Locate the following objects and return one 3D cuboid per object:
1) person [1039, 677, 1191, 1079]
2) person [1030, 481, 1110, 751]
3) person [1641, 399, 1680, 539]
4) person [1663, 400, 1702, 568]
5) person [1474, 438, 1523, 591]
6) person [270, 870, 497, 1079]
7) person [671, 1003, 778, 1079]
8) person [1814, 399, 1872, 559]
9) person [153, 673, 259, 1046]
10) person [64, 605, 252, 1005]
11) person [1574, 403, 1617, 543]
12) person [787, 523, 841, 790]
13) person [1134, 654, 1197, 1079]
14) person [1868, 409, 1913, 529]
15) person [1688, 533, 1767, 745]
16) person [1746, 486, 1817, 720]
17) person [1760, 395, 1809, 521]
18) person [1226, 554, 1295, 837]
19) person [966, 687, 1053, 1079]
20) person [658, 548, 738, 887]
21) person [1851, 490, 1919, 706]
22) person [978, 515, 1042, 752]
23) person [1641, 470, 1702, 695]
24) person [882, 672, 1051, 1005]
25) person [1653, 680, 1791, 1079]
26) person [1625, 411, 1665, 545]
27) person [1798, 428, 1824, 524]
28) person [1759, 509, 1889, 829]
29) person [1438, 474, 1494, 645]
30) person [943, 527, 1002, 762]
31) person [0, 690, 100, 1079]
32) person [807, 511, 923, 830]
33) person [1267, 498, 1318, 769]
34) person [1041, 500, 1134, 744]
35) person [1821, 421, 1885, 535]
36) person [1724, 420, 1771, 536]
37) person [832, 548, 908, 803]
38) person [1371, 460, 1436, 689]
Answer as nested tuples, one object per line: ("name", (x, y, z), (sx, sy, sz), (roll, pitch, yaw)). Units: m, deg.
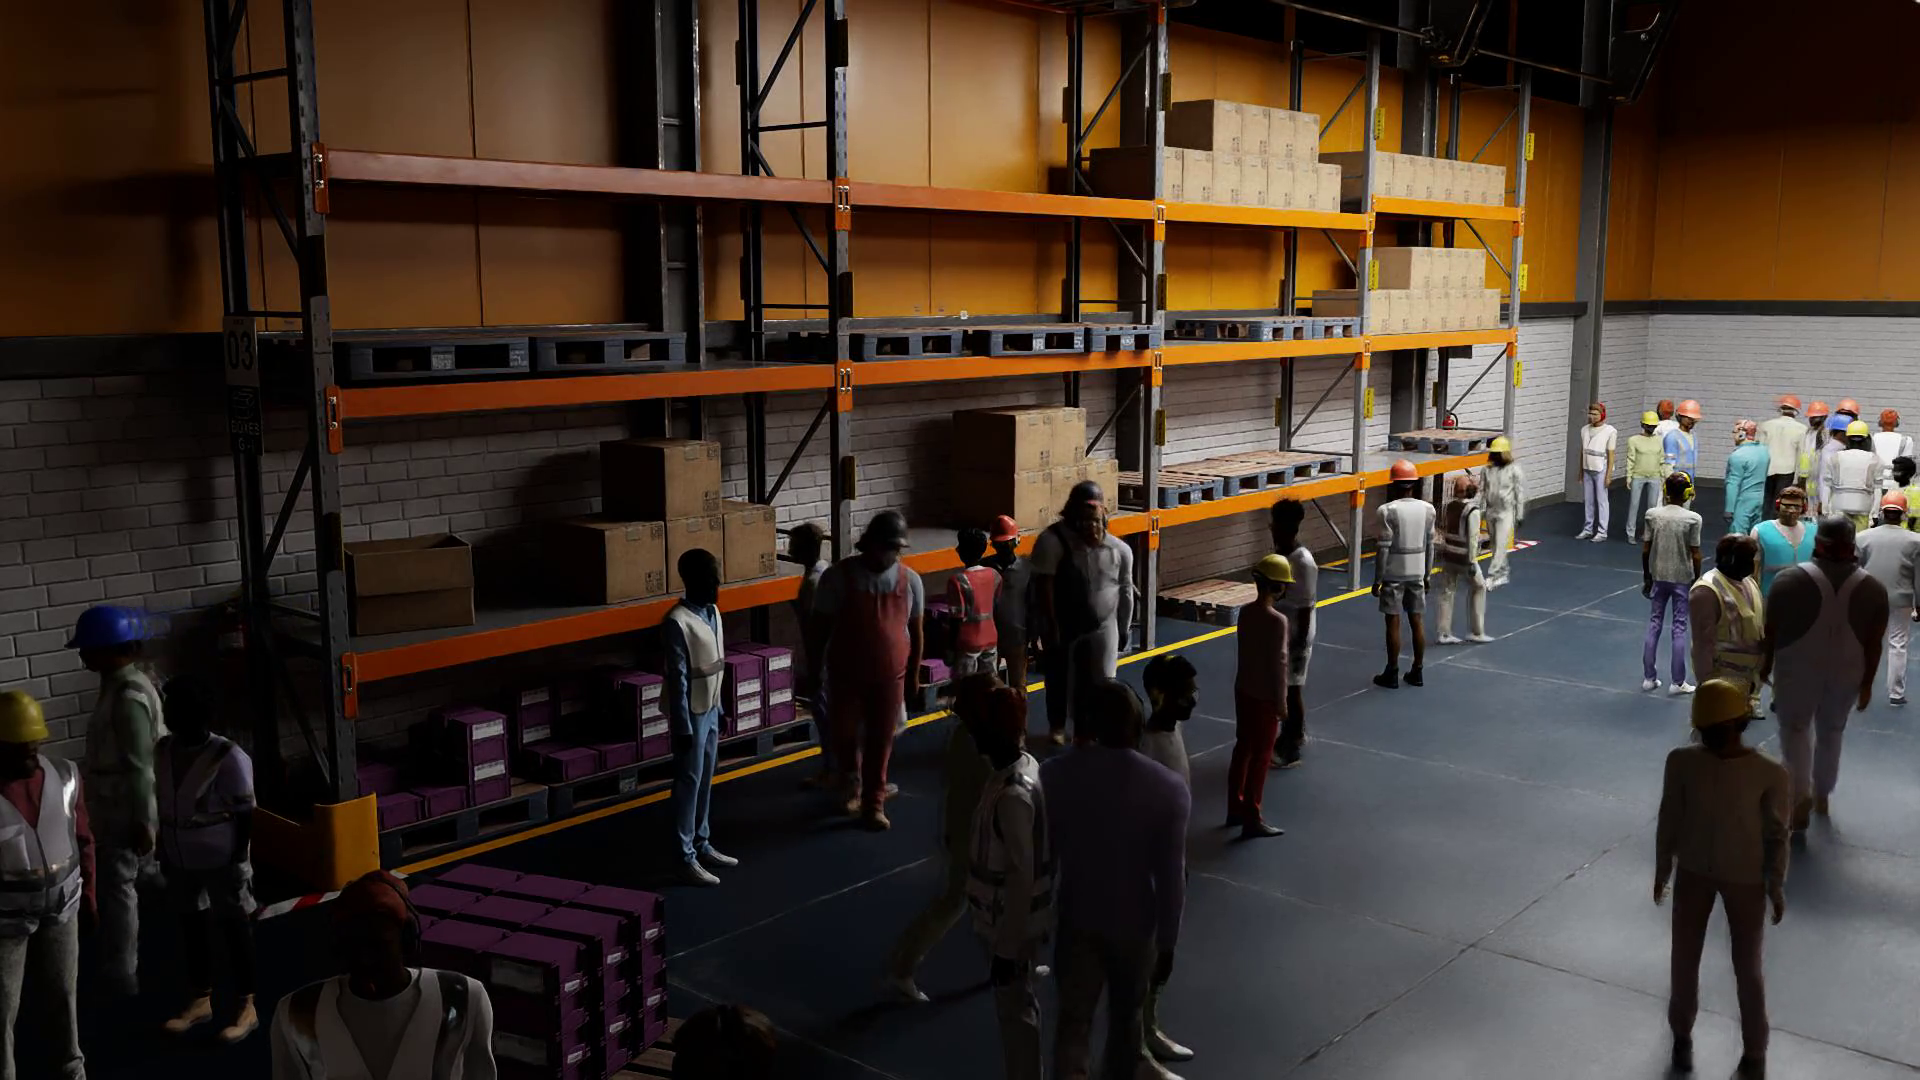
("person", (0.555, 1.496, 6.398), (0.636, 1.903, 0.843), (2, 9, 13))
("person", (0.832, 0.536, 12.121), (0.679, 2.000, 0.753), (-3, 9, -18))
("person", (9.325, -0.927, 22.055), (0.584, 1.882, 0.337), (-3, 9, -17))
("person", (8.574, -0.645, 19.749), (0.610, 2.037, 0.398), (-7, 11, -39))
("person", (5.981, -0.287, 18.543), (0.916, 1.692, 0.505), (-8, 12, -43))
("person", (-1.533, 1.799, 4.476), (0.584, 1.882, 0.339), (-2, 9, -15))
("person", (-0.482, 1.930, 3.814), (0.337, 1.837, 0.503), (-2, 9, -11))
("person", (10.607, -0.685, 20.046), (0.614, 2.030, 0.409), (5, 10, 31))
("person", (-3.399, 1.423, 7.491), (0.536, 1.699, 0.322), (3, 9, 20))
("person", (-3.886, 1.241, 7.985), (0.755, 1.925, 0.603), (-4, 10, -26))
("person", (8.423, -0.892, 21.987), (0.387, 1.838, 0.563), (-4, 10, -24))
("person", (-0.927, 0.778, 11.246), (0.430, 1.824, 0.570), (1, 9, 7))
("person", (0.868, 1.393, 7.173), (0.329, 1.867, 0.572), (4, 10, 23))
("person", (11.286, -0.656, 20.309), (0.574, 1.886, 0.356), (4, 10, 26))
("person", (4.911, 0.864, 10.651), (0.627, 1.843, 0.429), (-7, 11, -38))
("person", (6.451, 0.485, 13.089), (0.565, 1.841, 0.396), (-1, 9, -8))
("person", (10.776, -0.916, 21.786), (0.732, 1.951, 0.631), (-9, 12, -44))
("person", (1.890, 0.959, 10.344), (0.374, 1.752, 0.522), (-3, 9, -17))
("person", (0.192, 1.487, 6.491), (0.337, 1.882, 0.583), (0, 9, 3))
("person", (-1.516, 0.996, 9.540), (0.392, 1.922, 0.588), (2, 9, 12))
("person", (7.539, 0.466, 13.522), (0.568, 1.744, 0.349), (8, 12, 43))
("person", (0.315, 0.687, 12.071), (0.560, 1.752, 0.326), (2, 9, 10))
("person", (5.934, 0.353, 13.854), (0.328, 1.872, 0.515), (-8, 12, -41))
("person", (0.021, 1.409, 7.948), (0.860, 1.585, 0.500), (-2, 9, -14))
("person", (3.265, 1.458, 7.157), (0.526, 1.738, 0.373), (8, 12, 41))
("person", (8.936, -0.802, 21.658), (0.525, 1.760, 0.340), (1, 9, 6))
("person", (10.418, -0.545, 20.255), (0.547, 1.680, 0.464), (0, 9, -3))
("person", (5.435, 0.791, 10.478), (0.676, 2.000, 0.893), (2, 9, 14))
("person", (4.809, 0.188, 15.688), (0.649, 1.612, 0.546), (-3, 9, -19))
("person", (0.083, 0.749, 11.856), (0.316, 1.696, 0.540), (7, 12, 40))
("person", (-3.746, 1.492, 6.666), (0.403, 1.821, 0.594), (6, 11, 33))
("person", (-0.586, 0.790, 10.482), (0.762, 2.000, 0.617), (-2, 9, -14))
("person", (2.320, 0.659, 11.676), (0.485, 1.938, 0.659), (-3, 9, -16))
("person", (0.913, 0.644, 11.987), (0.658, 1.862, 0.955), (1, 9, 7))
("person", (9.731, -0.342, 18.175), (0.586, 1.920, 0.397), (5, 10, 28))
("person", (8.731, -0.391, 18.573), (0.647, 1.901, 0.395), (-6, 11, -36))
("person", (-0.598, 0.824, 10.802), (0.525, 1.871, 0.620), (-7, 11, -37))
("person", (3.729, 0.287, 14.067), (0.550, 1.933, 0.374), (-2, 9, -15))
